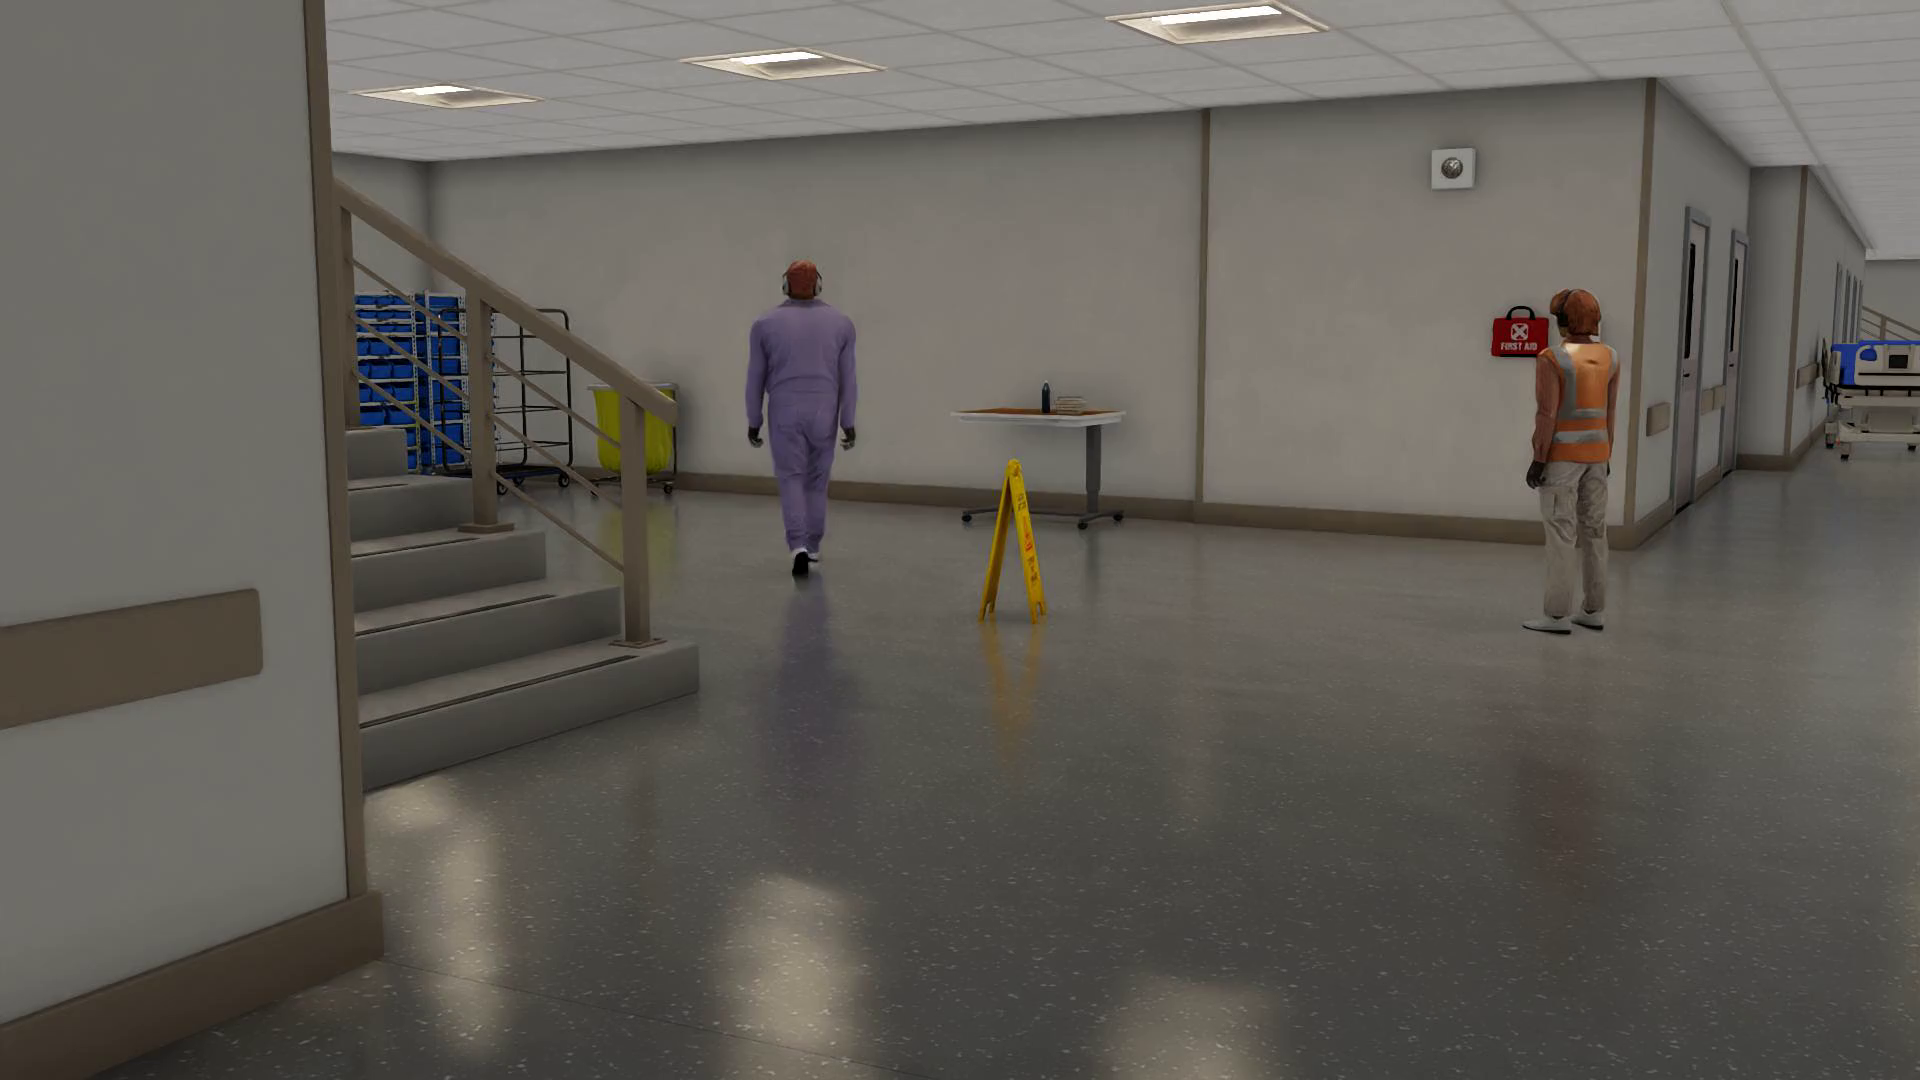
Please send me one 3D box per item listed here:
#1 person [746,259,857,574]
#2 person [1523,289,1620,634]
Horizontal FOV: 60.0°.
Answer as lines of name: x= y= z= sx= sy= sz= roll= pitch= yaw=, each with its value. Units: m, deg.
person: x=-0.943 y=-0.746 z=9.962 sx=0.653 sy=1.871 sz=0.959 roll=-2 pitch=8 yaw=-12
person: x=2.919 y=-0.370 z=7.933 sx=0.522 sy=1.638 sz=0.310 roll=-4 pitch=8 yaw=-28
